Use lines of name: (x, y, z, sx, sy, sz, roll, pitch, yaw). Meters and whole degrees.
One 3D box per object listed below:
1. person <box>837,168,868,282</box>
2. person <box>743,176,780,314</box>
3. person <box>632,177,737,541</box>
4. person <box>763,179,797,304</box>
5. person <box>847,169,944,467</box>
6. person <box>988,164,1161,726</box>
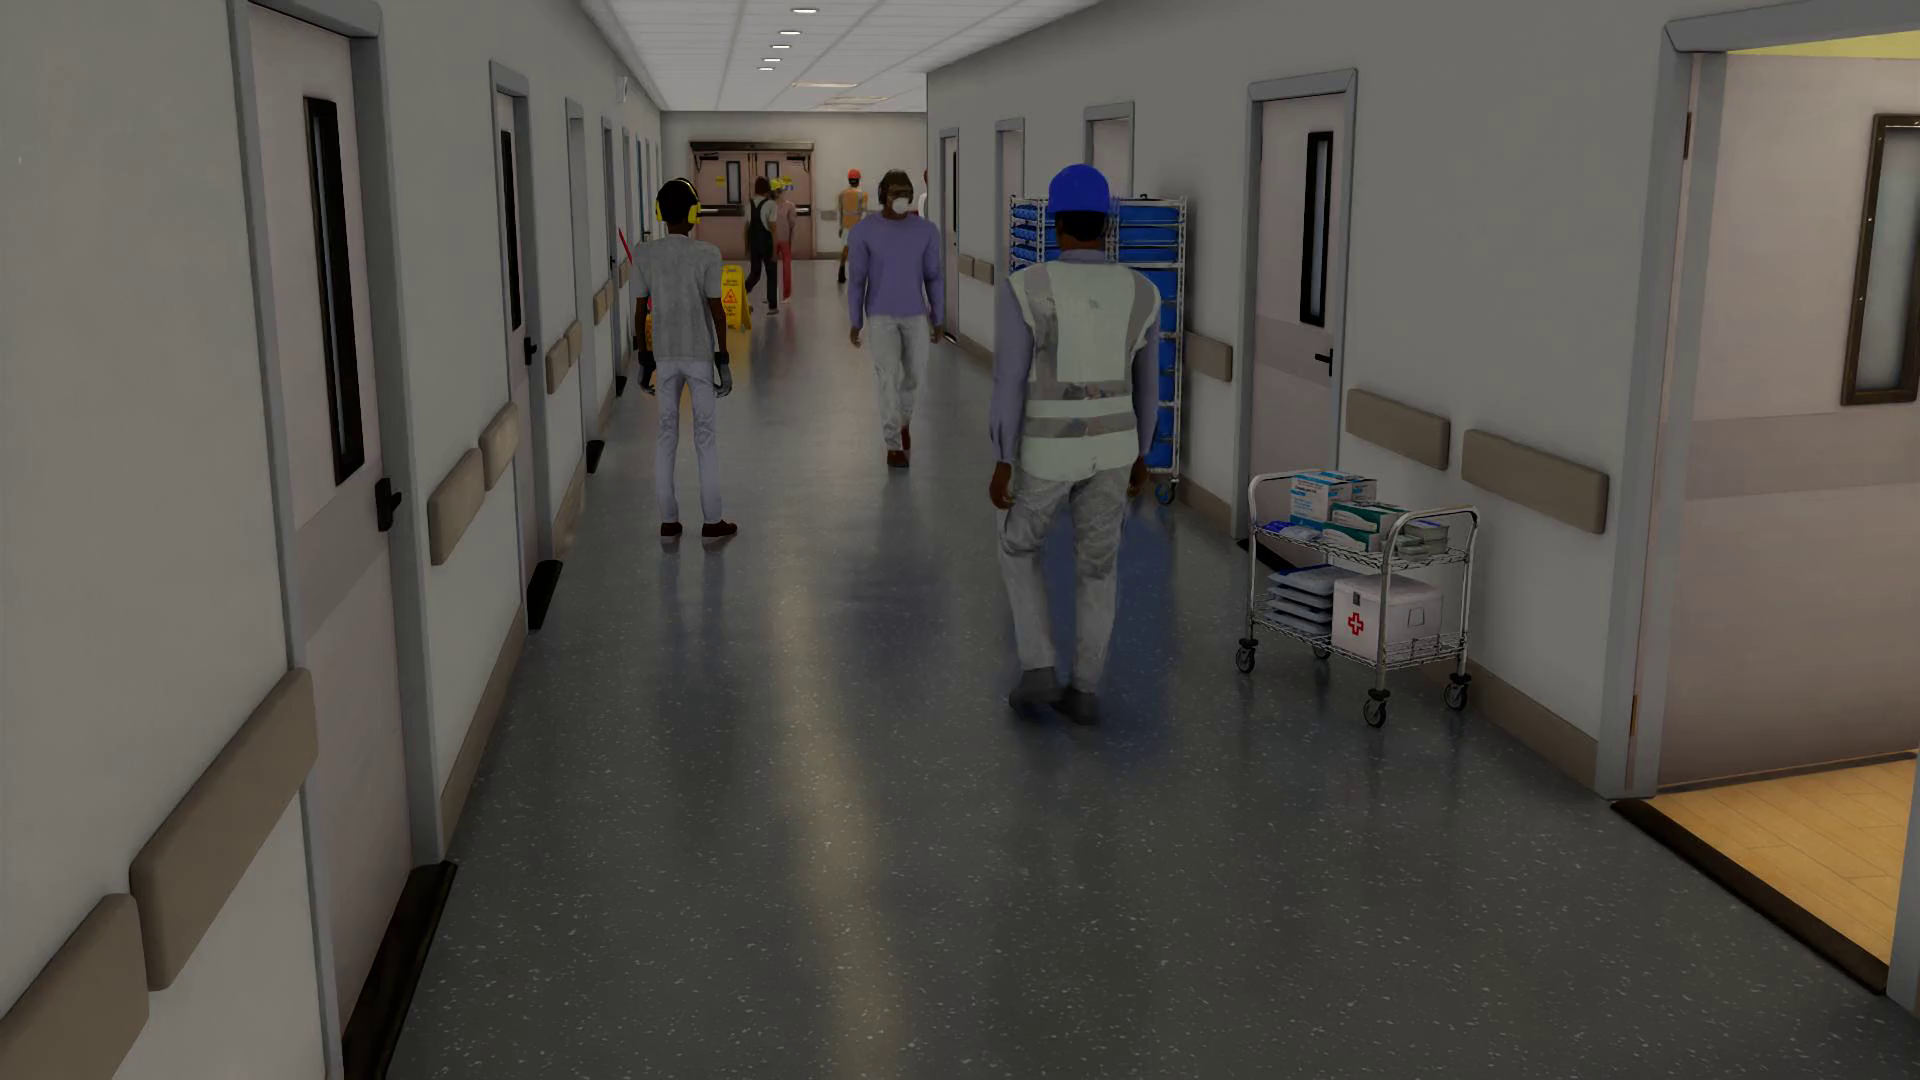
person: (-1.824, -5.283, 27.946, 0.559, 1.903, 0.956, 4, 13, 15)
person: (-2.627, -3.811, 21.617, 0.543, 1.810, 0.803, 6, 14, 23)
person: (-1.433, -0.925, 8.636, 0.517, 1.873, 0.328, 2, 13, 9)
person: (-2.548, -4.209, 23.548, 0.555, 1.733, 0.371, 4, 13, 19)
person: (-0.425, -1.478, 10.998, 0.645, 1.916, 0.836, -4, 13, -16)
person: (0.391, -0.311, 5.768, 0.654, 1.932, 0.490, -4, 13, -17)
